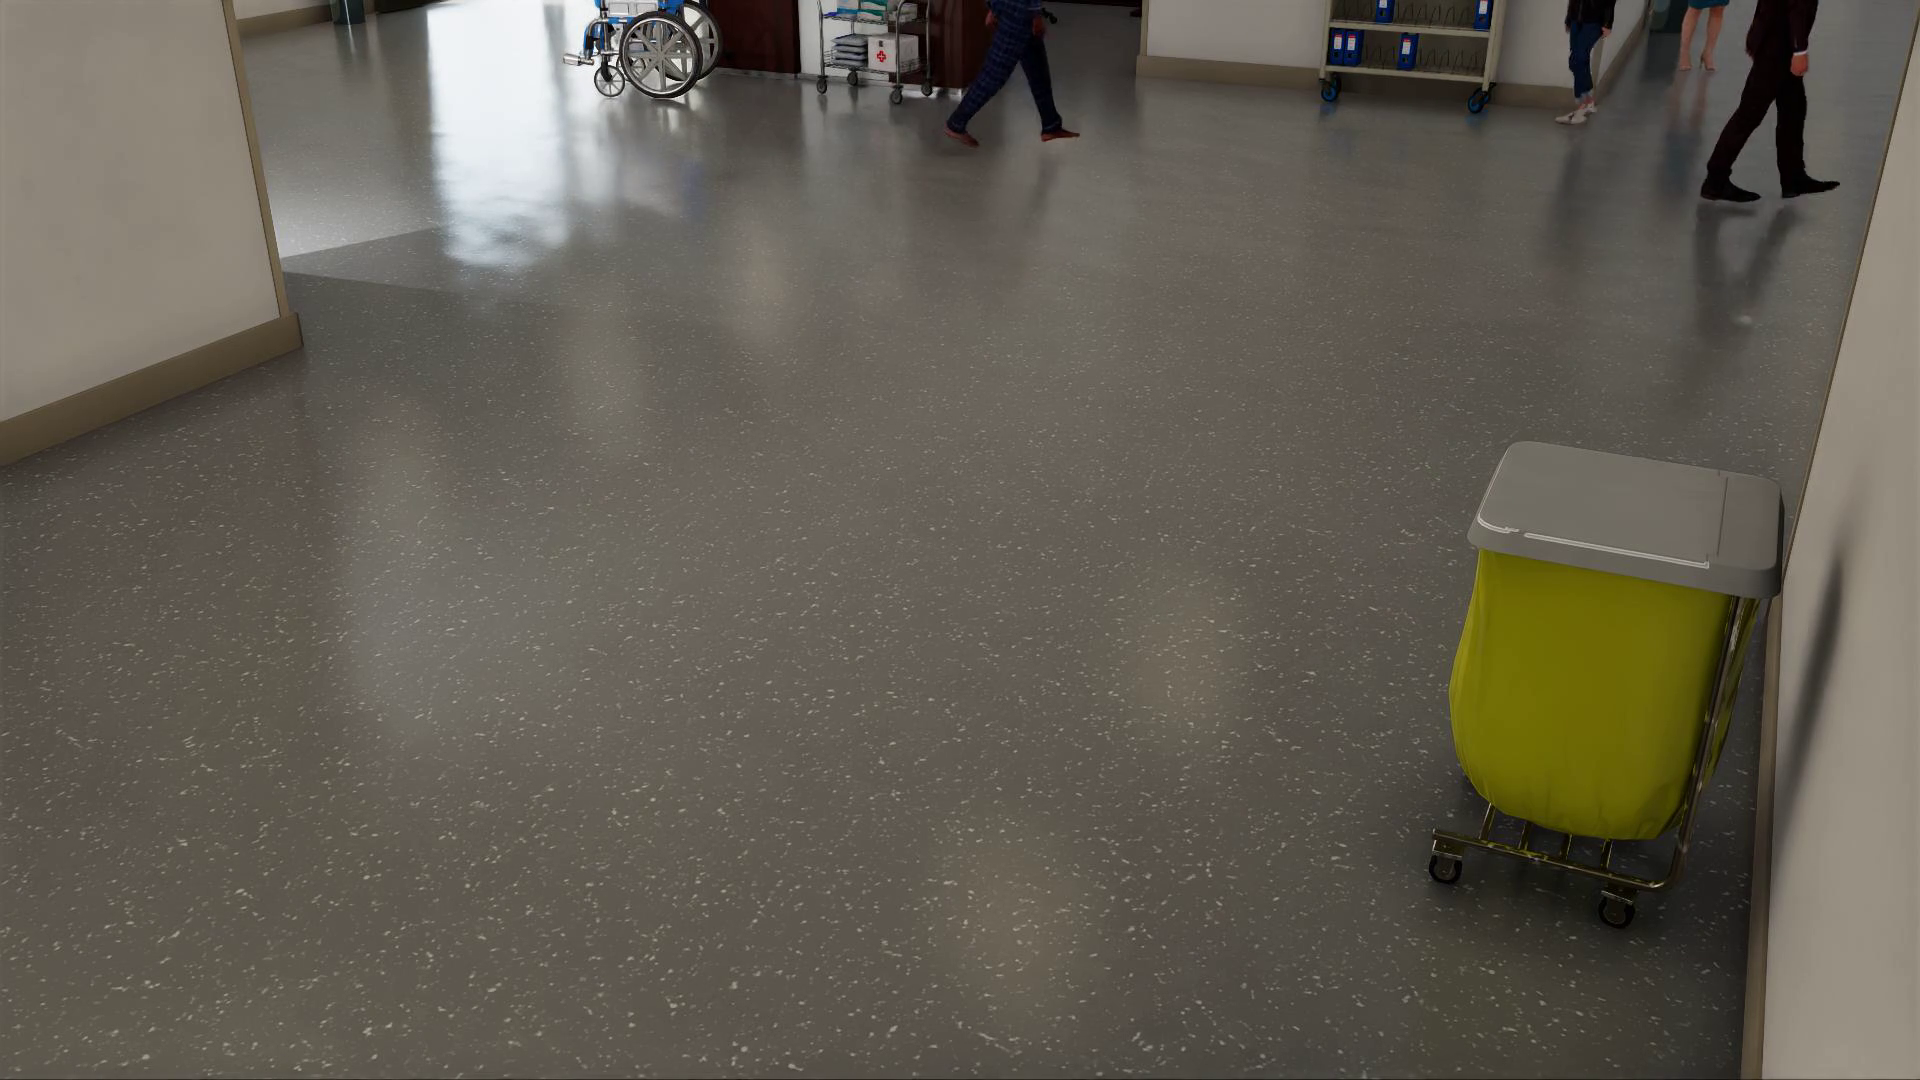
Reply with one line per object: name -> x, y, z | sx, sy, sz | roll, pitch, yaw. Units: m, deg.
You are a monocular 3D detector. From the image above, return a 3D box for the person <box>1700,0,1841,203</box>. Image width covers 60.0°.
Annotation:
person -> 4.539, -2.820, 9.419 | 1.012, 1.841, 0.783 | 8, 27, 17

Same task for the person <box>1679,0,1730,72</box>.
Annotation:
person -> 6.066, -4.639, 13.369 | 0.567, 1.686, 0.680 | -2, 26, -3

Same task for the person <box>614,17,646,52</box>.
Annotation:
person -> -2.834, -4.924, 14.030 | 0.766, 1.625, 0.754 | 6, 26, 11

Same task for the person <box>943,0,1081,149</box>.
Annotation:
person -> 0.273, -3.381, 10.658 | 1.271, 1.775, 1.171 | -7, 27, -15

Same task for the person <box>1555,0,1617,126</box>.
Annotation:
person -> 4.405, -3.605, 11.474 | 0.714, 1.470, 0.669 | -7, 27, -15
